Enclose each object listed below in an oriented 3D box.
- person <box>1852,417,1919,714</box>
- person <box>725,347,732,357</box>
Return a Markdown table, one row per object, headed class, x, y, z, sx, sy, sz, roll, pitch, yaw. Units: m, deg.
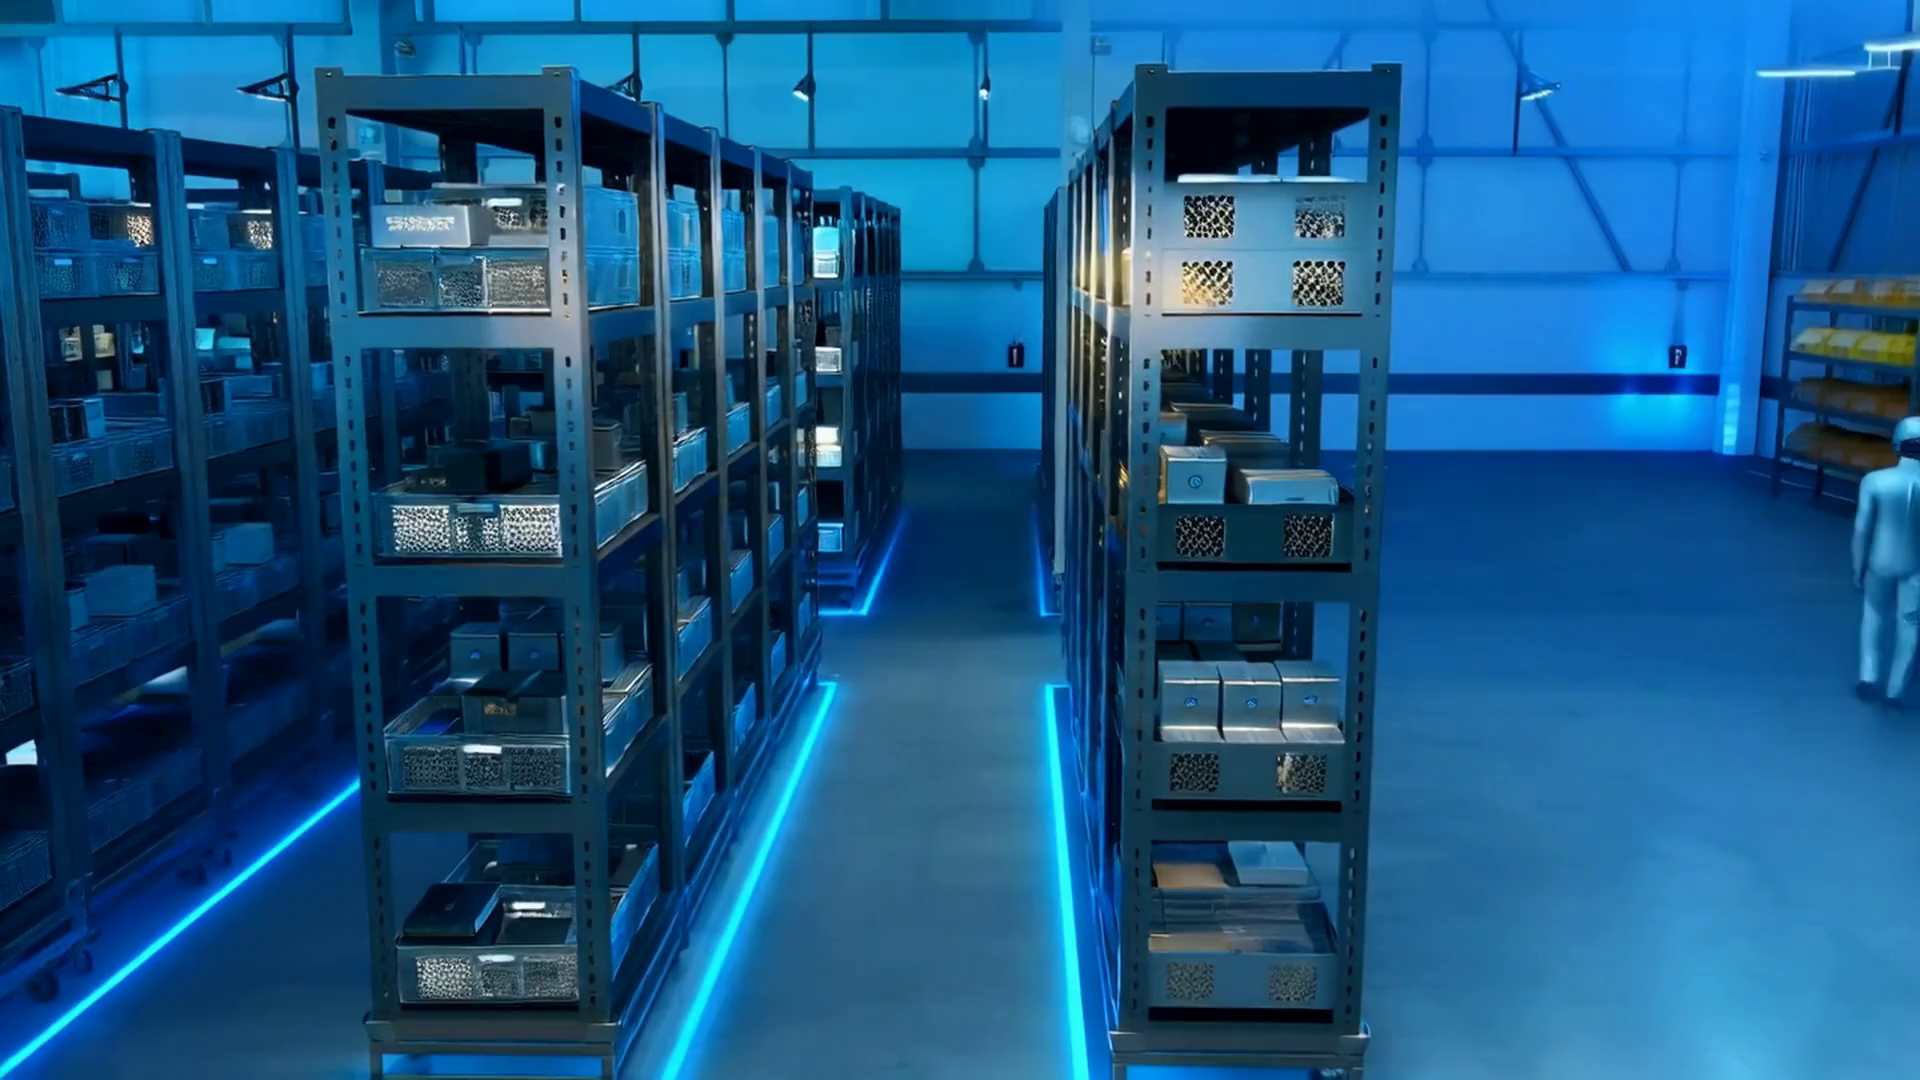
| class | x | y | z | sx | sy | sz | roll | pitch | yaw |
| --- | --- | --- | --- | --- | --- | --- | --- | --- | --- |
| person | 6.357 | 0.147 | 11.226 | 0.641 | 1.960 | 0.823 | 4 | 11 | 23 |
| person | -3.201 | -1.811 | 23.202 | 0.826 | 1.804 | 0.600 | -2 | 10 | -14 |
